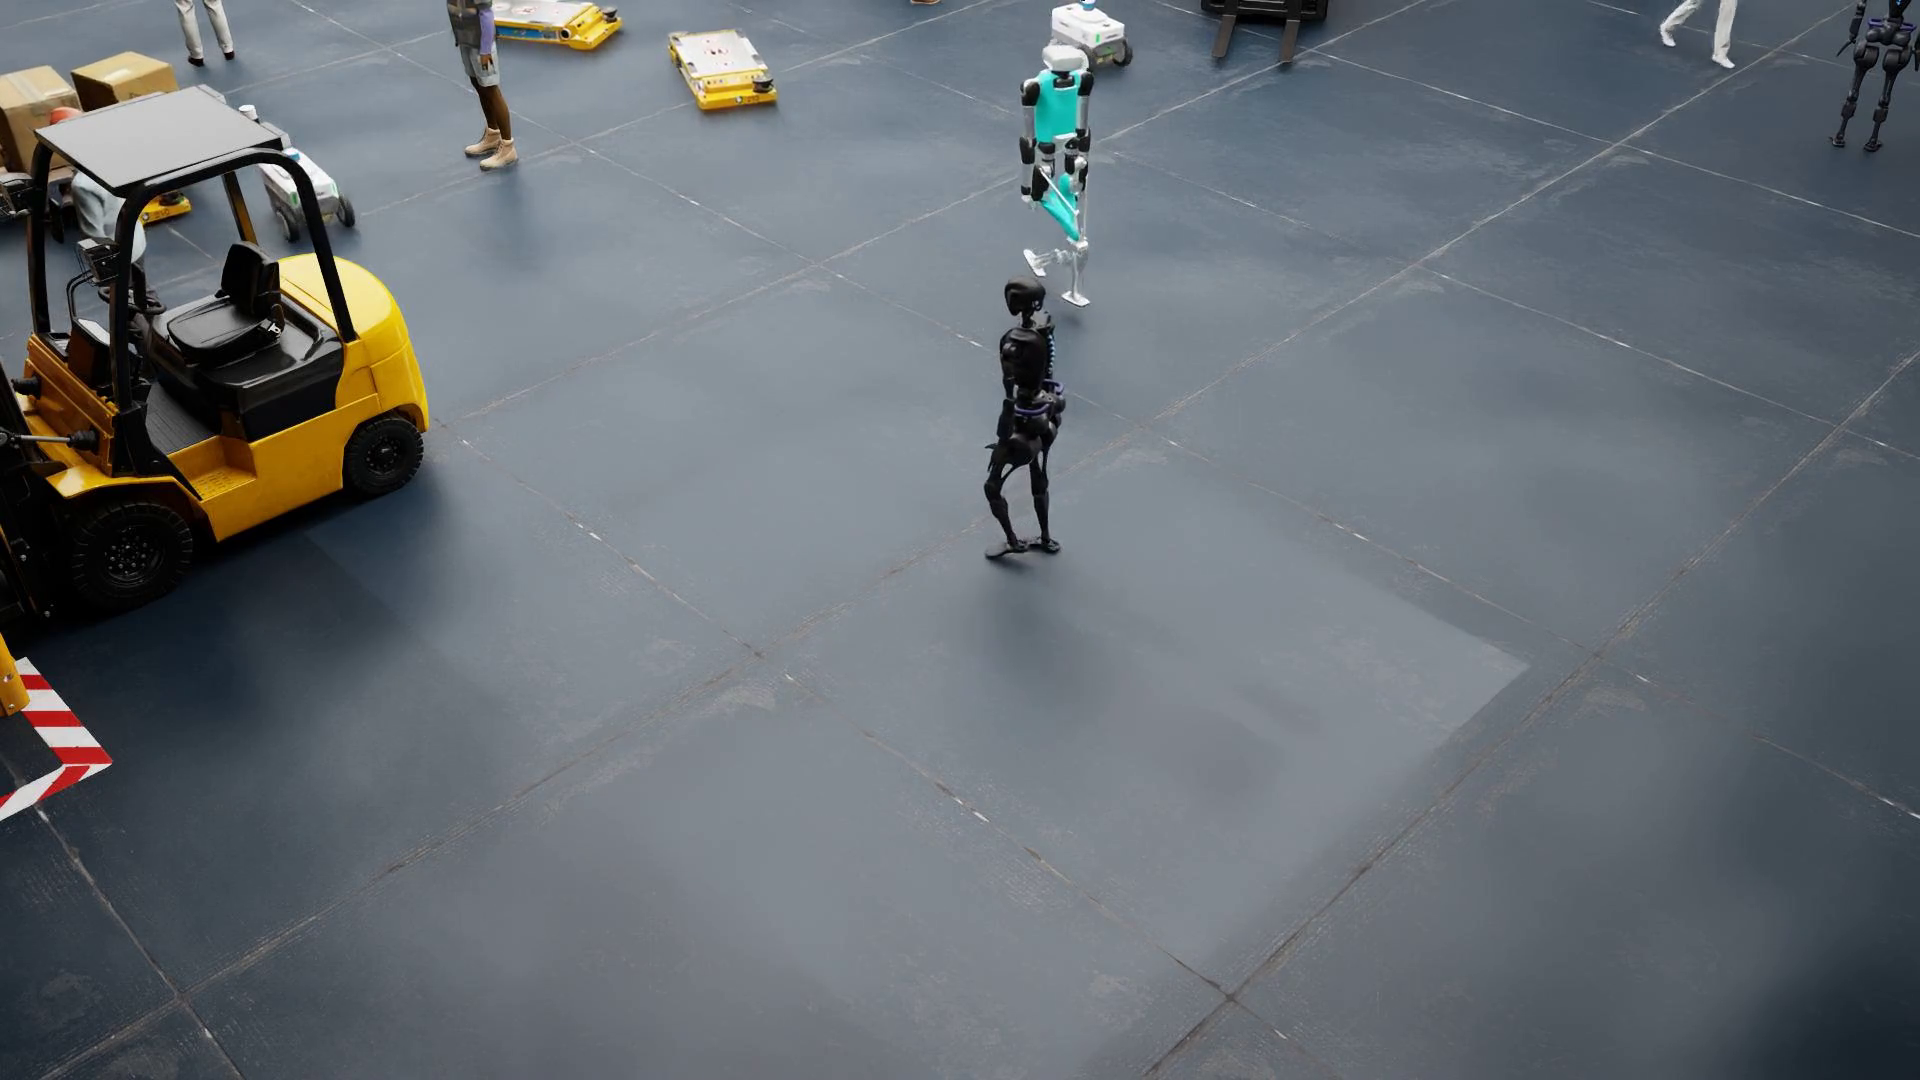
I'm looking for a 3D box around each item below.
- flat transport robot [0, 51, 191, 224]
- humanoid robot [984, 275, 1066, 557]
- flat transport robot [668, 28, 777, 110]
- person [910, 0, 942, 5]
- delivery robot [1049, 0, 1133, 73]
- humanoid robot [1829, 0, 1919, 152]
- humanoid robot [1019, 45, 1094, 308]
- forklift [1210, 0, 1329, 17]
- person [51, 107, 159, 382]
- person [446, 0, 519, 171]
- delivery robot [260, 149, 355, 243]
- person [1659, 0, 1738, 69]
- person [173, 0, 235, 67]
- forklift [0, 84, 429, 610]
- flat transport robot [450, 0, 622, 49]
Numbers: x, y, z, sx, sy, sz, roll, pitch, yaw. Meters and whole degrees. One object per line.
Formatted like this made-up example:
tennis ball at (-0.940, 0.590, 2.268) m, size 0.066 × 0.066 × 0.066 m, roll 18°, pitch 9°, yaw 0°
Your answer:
flat transport robot at (-6.443, -2.726, 12.646) m, size 0.659 × 0.231 × 1.431 m, roll -26°, pitch 44°, yaw -30°
humanoid robot at (0.356, -0.623, 8.655) m, size 0.369 × 1.644 × 0.610 m, roll 17°, pitch 40°, yaw 21°
flat transport robot at (-2.095, -4.135, 14.531) m, size 0.659 × 0.231 × 1.431 m, roll -12°, pitch 38°, yaw -15°
person at (-0.415, -6.082, 15.745) m, size 0.378 × 1.940 × 0.628 m, roll -11°, pitch 38°, yaw -15°
delivery robot at (1.143, -4.480, 14.754) m, size 0.499 × 0.594 × 0.769 m, roll -22°, pitch 42°, yaw -27°
humanoid robot at (7.237, -3.896, 13.023) m, size 0.599 × 1.657 × 0.315 m, roll 17°, pitch 40°, yaw 22°
humanoid robot at (0.718, -2.309, 10.863) m, size 0.559 × 1.735 × 1.032 m, roll -20°, pitch 41°, yaw -25°
forklift at (3.106, -6.400, 15.960) m, size 1.214 × 2.155 × 2.313 m, roll 8°, pitch 37°, yaw 10°
person at (-5.185, -1.806, 10.184) m, size 0.351 × 1.737 × 0.575 m, roll -2°, pitch 37°, yaw -2°
person at (-3.726, -3.830, 12.644) m, size 0.388 × 2.040 × 0.613 m, roll -21°, pitch 42°, yaw -26°
delivery robot at (-4.813, -2.544, 12.178) m, size 0.499 × 0.612 × 0.789 m, roll -25°, pitch 43°, yaw -30°
person at (6.655, -5.044, 14.625) m, size 0.527 × 1.604 × 0.789 m, roll -15°, pitch 39°, yaw -19°
person at (-6.741, -5.033, 14.469) m, size 0.550 × 1.782 × 0.384 m, roll -23°, pitch 43°, yaw -28°
forklift at (-4.145, -1.093, 8.856) m, size 2.313 × 2.155 × 1.214 m, roll -31°, pitch 47°, yaw -34°
flat transport robot at (-3.938, -4.811, 15.437) m, size 1.431 × 0.231 × 0.659 m, roll 9°, pitch 38°, yaw 12°
